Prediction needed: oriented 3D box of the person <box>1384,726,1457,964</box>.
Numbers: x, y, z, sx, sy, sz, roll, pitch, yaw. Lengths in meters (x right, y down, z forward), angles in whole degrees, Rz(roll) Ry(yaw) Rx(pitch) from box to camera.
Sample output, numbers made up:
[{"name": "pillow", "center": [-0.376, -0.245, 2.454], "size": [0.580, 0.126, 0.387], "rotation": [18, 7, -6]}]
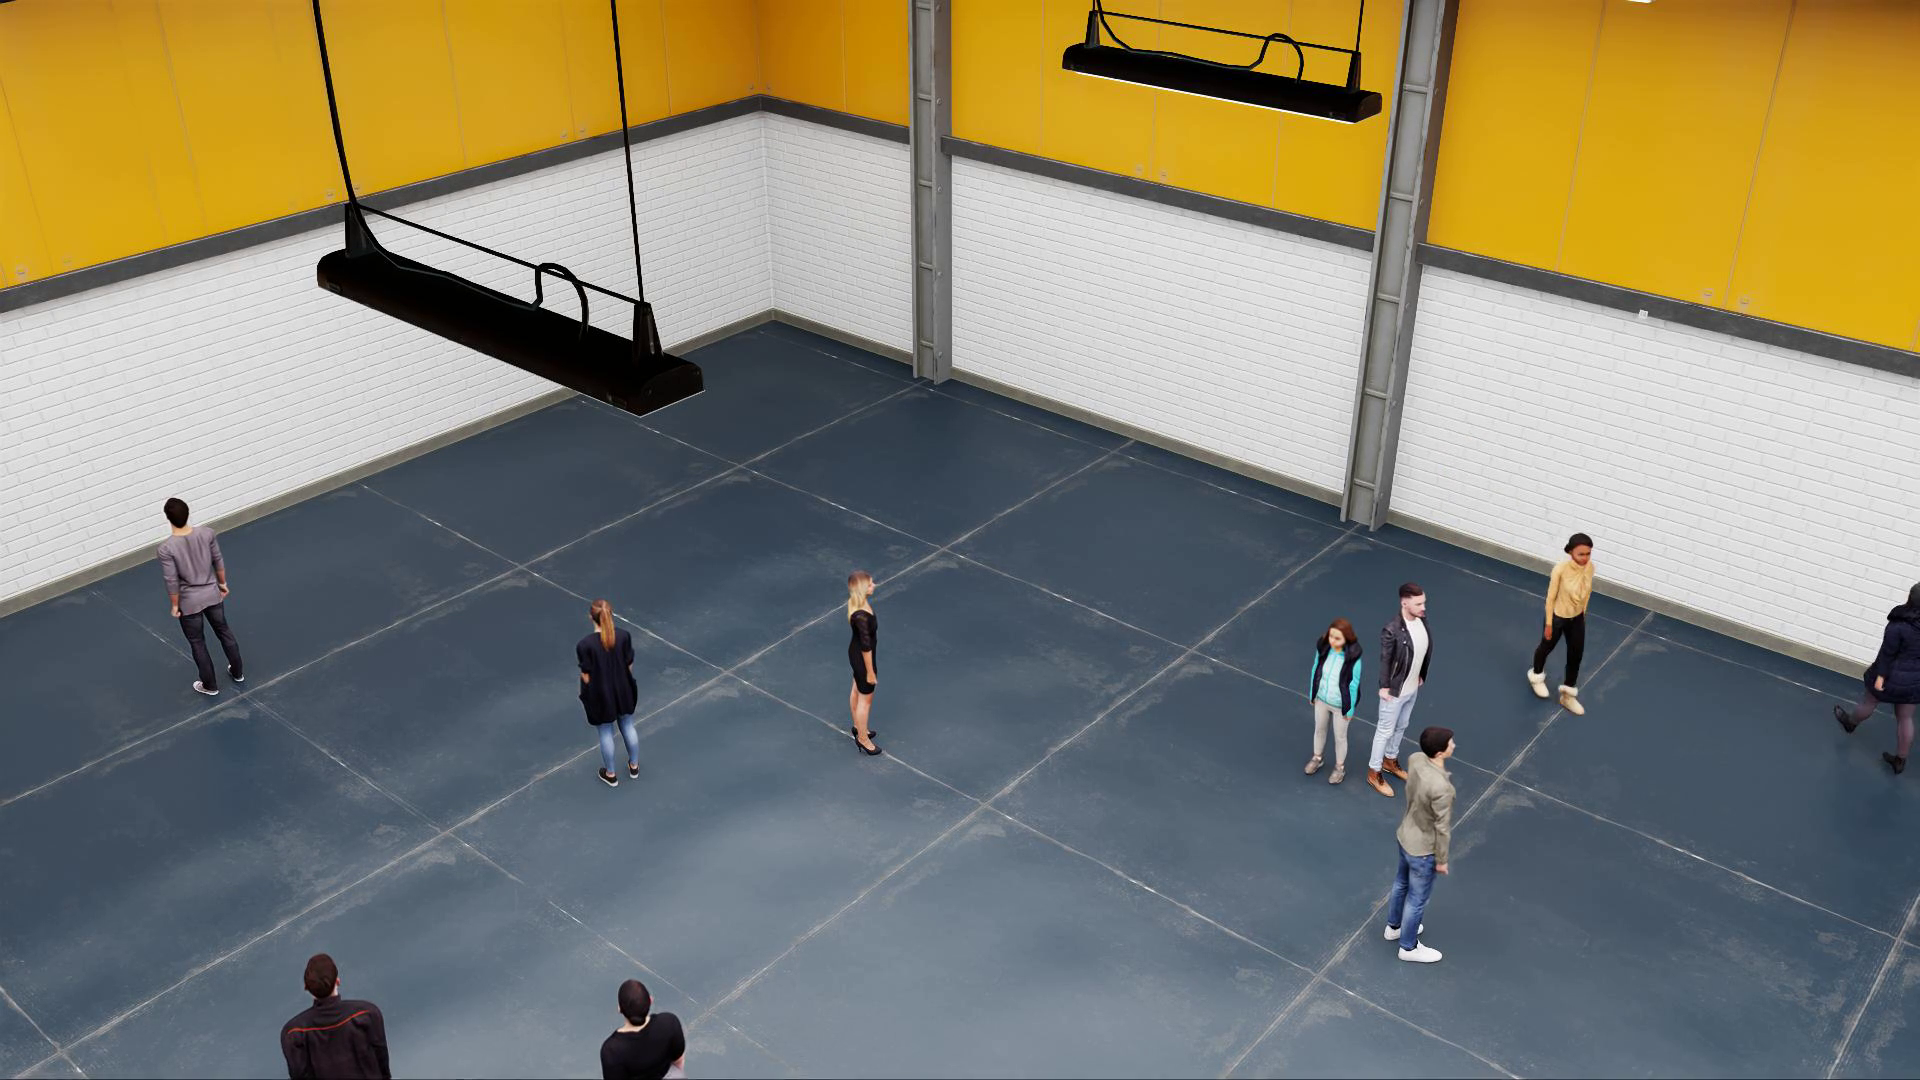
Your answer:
[{"name": "person", "center": [3.154, 2.068, 11.408], "size": [0.849, 1.864, 0.769], "rotation": [-4, 29, -8]}]

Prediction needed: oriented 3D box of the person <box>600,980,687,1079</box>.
[{"name": "person", "center": [-1.758, 3.201, 9.441], "size": [0.727, 1.759, 0.710], "rotation": [-18, 33, -30]}]

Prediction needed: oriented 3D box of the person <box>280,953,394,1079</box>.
[{"name": "person", "center": [-3.474, 3.120, 9.430], "size": [0.774, 1.912, 0.750], "rotation": [-12, 31, -21]}]

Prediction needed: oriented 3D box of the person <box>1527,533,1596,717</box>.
[{"name": "person", "center": [5.146, 0.631, 14.279], "size": [0.895, 1.637, 0.984], "rotation": [-6, 29, -10]}]

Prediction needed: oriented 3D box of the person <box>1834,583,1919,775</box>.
[{"name": "person", "center": [7.620, 1.130, 13.369], "size": [1.062, 1.633, 1.114], "rotation": [-3, 29, -5]}]

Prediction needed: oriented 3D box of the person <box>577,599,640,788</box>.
[{"name": "person", "center": [-2.770, 1.200, 13.188], "size": [0.699, 1.683, 0.676], "rotation": [-15, 32, -26]}]

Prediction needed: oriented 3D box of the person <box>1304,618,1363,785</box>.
[{"name": "person", "center": [2.996, 1.258, 13.276], "size": [0.493, 1.497, 0.611], "rotation": [21, 35, 34]}]

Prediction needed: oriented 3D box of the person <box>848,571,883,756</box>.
[{"name": "person", "center": [-0.797, 0.986, 13.587], "size": [0.668, 1.677, 0.582], "rotation": [-6, 29, -10]}]

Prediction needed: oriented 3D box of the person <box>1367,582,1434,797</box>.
[{"name": "person", "center": [3.468, 1.139, 13.141], "size": [0.684, 1.837, 0.597], "rotation": [-23, 36, -36]}]

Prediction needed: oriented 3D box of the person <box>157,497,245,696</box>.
[{"name": "person", "center": [-6.568, 0.472, 14.345], "size": [0.528, 1.853, 0.669], "rotation": [21, 35, 33]}]
